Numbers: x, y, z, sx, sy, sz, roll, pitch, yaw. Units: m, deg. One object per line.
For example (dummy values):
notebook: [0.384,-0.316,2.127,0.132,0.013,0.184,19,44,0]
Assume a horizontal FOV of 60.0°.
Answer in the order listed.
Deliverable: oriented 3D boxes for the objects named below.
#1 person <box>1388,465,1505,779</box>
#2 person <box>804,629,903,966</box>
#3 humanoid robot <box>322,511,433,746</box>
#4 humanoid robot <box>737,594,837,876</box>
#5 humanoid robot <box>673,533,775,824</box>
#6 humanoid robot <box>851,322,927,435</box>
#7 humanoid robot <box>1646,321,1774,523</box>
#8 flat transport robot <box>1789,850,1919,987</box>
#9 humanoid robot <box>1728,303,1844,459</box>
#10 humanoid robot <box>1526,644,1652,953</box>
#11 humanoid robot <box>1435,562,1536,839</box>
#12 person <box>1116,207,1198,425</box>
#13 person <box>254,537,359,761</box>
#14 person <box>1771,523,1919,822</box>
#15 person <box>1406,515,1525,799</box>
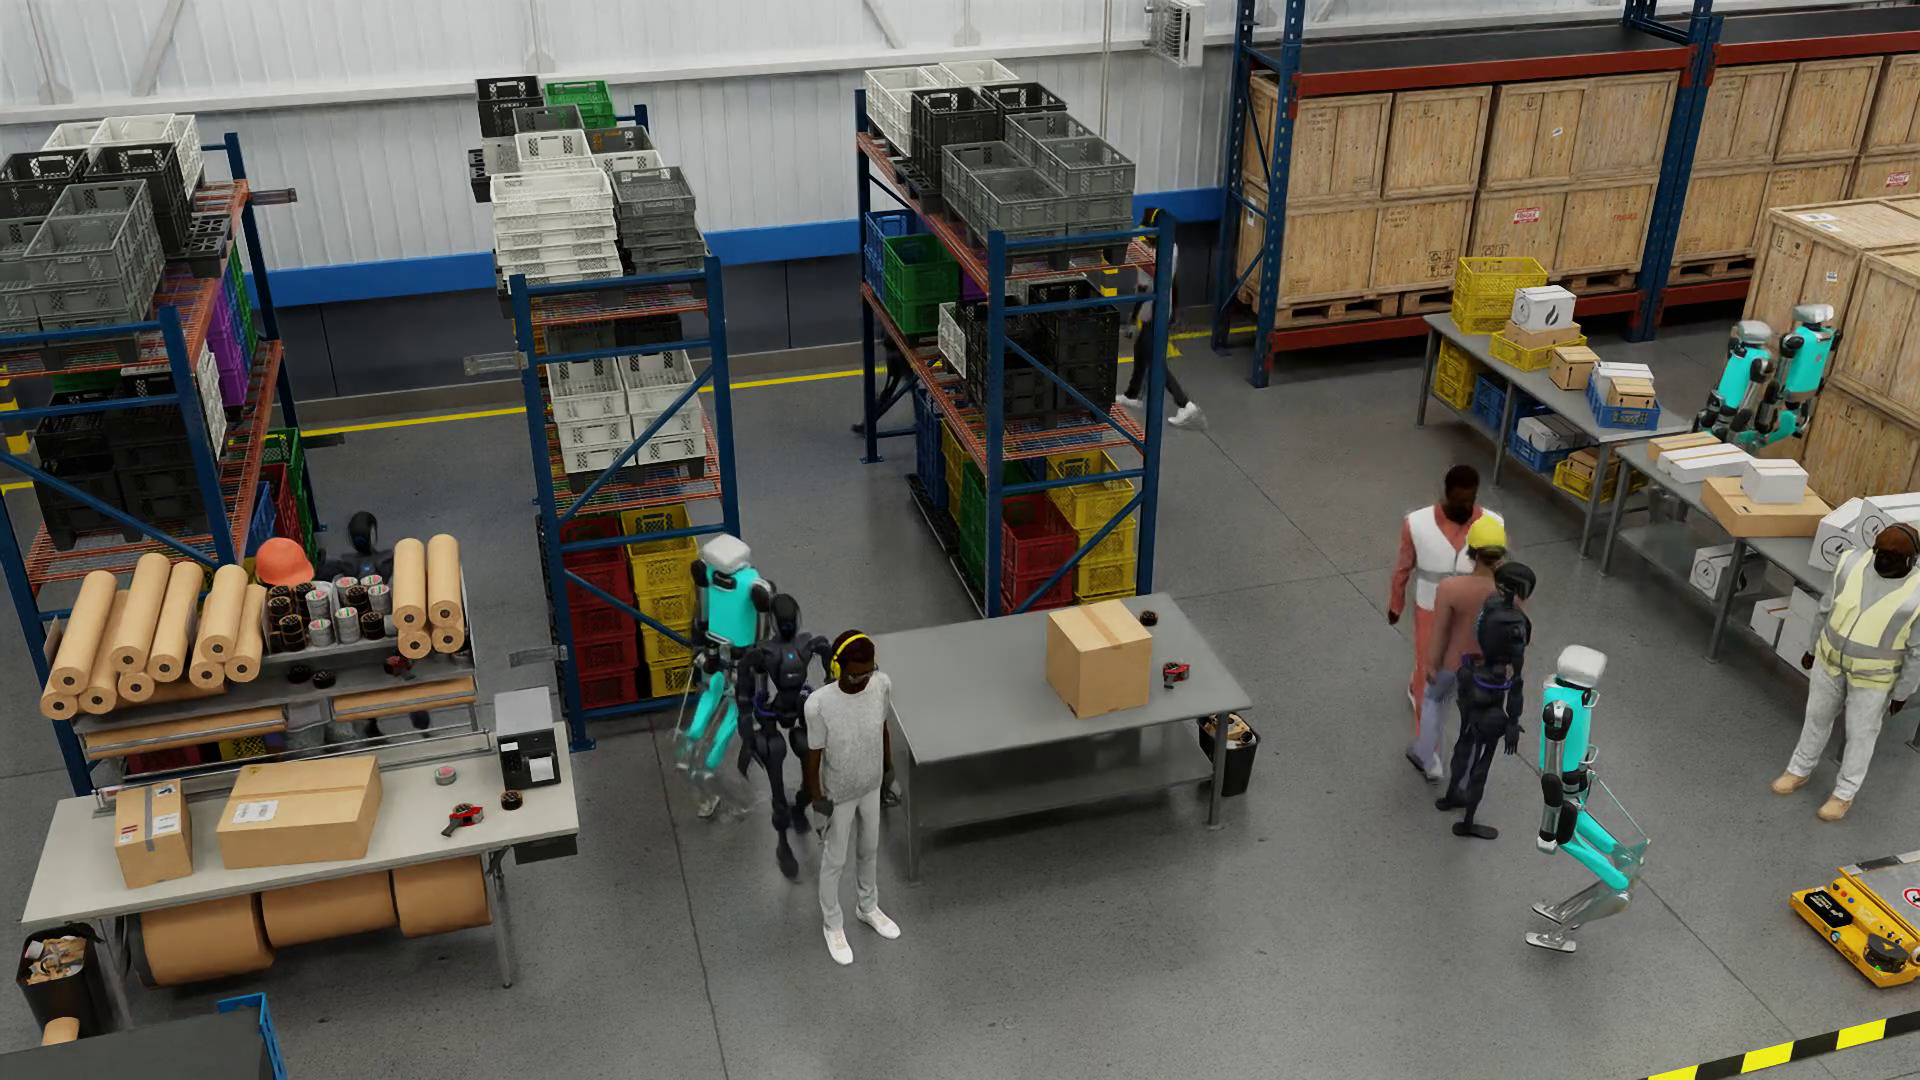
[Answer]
person: [2.848,0.404,9.771,0.583,1.863,0.995,-1,29,-2]
person: [-0.513,1.251,8.230,0.515,1.865,0.328,-21,35,-33]
humanoid robot: [-3.393,0.580,9.670,0.614,1.625,0.550,-9,30,-15]
humanoid robot: [-0.917,1.011,8.886,0.590,1.663,0.528,-11,31,-19]
humanoid robot: [-1.356,0.876,9.074,0.536,1.828,0.669,18,33,29]
humanoid robot: [-0.537,-1.613,13.689,0.783,1.628,0.607,-3,29,-6]
humanoid robot: [5.207,-0.711,11.924,0.885,1.764,0.588,1,29,2]
flat transport robot: [5.163,1.916,8.676,1.431,0.231,0.659,-8,30,-14]
humanoid robot: [5.986,-0.982,12.361,0.548,1.752,0.679,-12,31,-21]
humanoid robot: [3.115,1.318,8.104,0.735,1.673,0.533,16,32,26]
humanoid robot: [2.907,0.851,9.135,0.315,1.657,0.599,-2,29,-4]
person: [1.668,-1.880,13.953,0.879,1.845,0.513,21,35,33]
person: [-3.374,0.885,8.711,0.382,2.041,0.614,16,33,27]
person: [4.990,0.717,9.239,0.429,1.834,0.631,-17,33,-28]
person: [2.881,0.633,9.475,0.539,1.749,0.625,0,29,1]
